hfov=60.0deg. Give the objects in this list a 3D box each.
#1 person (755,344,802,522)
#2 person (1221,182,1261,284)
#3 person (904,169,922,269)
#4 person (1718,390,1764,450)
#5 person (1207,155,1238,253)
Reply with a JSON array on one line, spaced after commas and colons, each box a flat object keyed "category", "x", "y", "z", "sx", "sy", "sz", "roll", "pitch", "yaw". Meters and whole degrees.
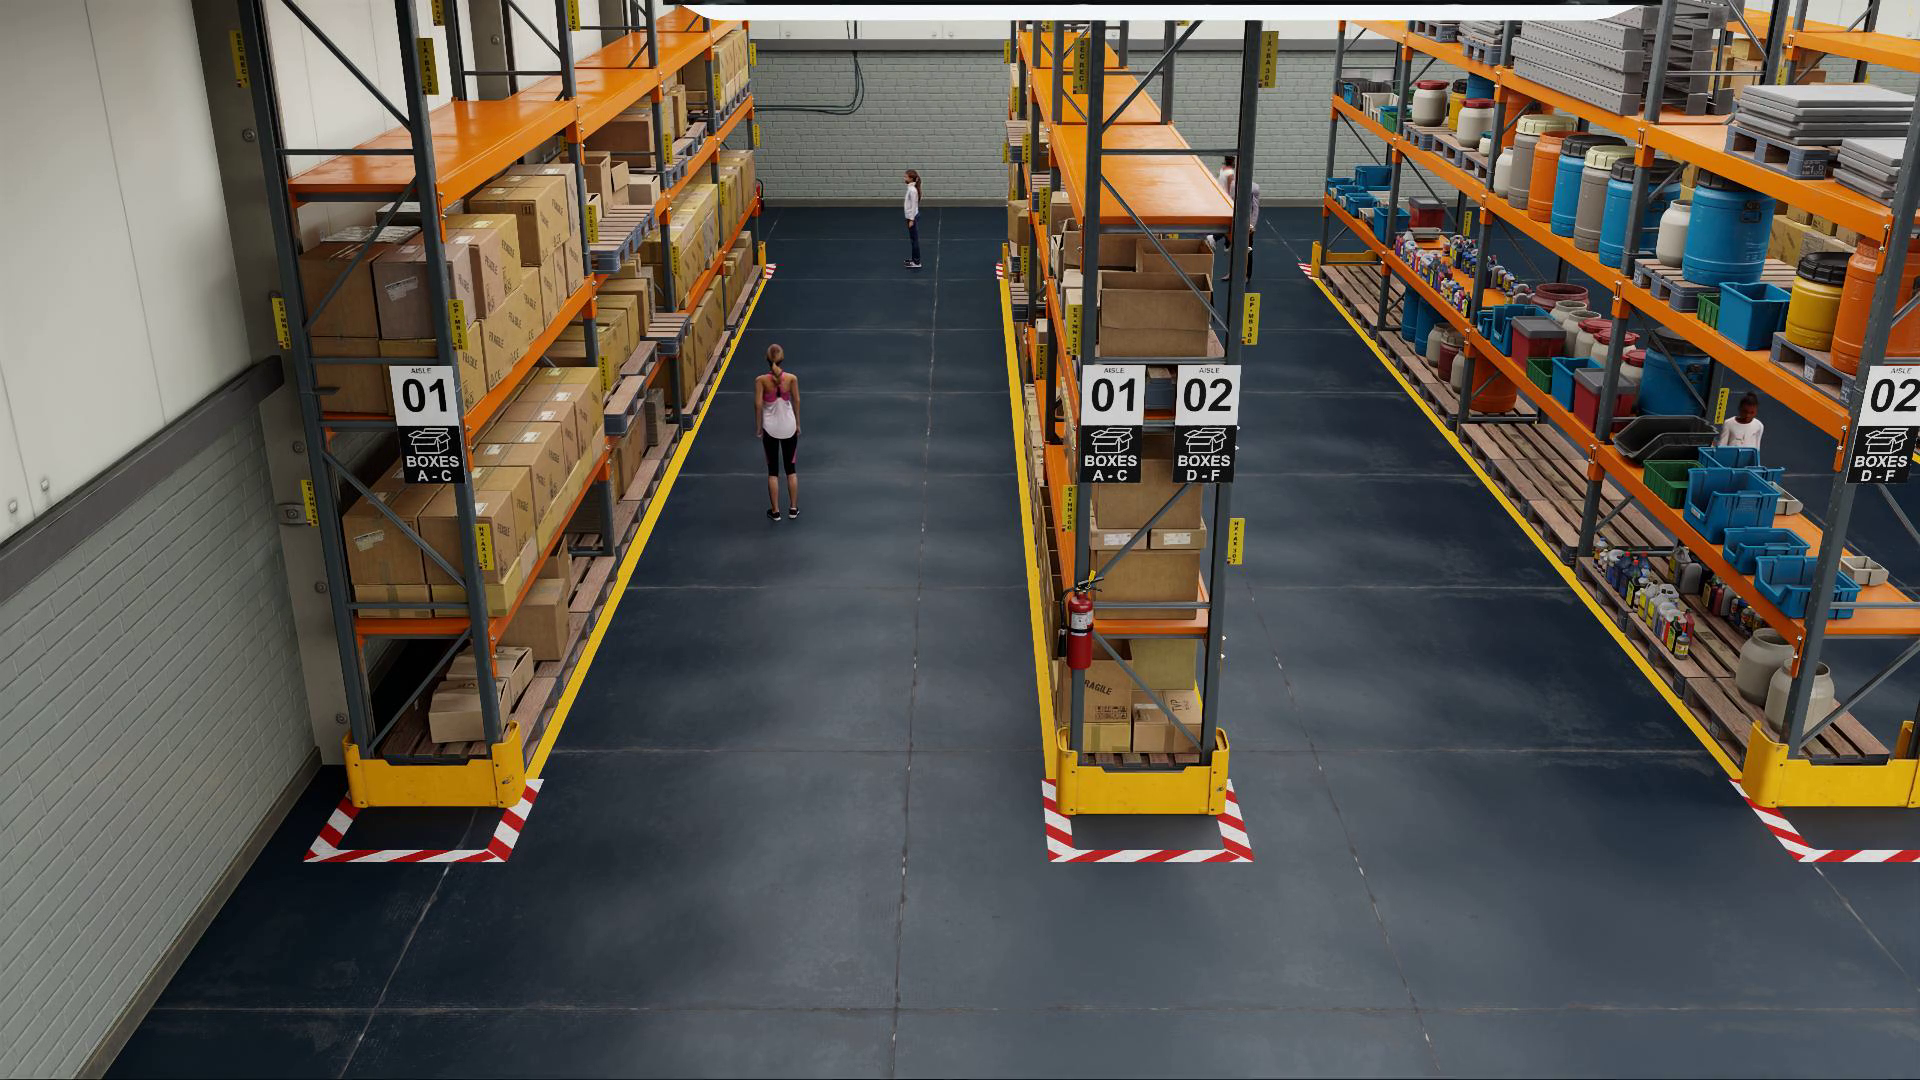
[{"category": "person", "x": -1.787, "y": -1.067, "z": 16.439, "sx": 0.656, "sy": 1.788, "sz": 0.610, "roll": -6, "pitch": 23, "yaw": -14}, {"category": "person", "x": 4.384, "y": -4.930, "z": 25.802, "sx": 0.754, "sy": 1.851, "sz": 0.806, "roll": 20, "pitch": 29, "yaw": 39}, {"category": "person", "x": -0.756, "y": -5.201, "z": 26.852, "sx": 0.601, "sy": 1.557, "sz": 0.443, "roll": -1, "pitch": 22, "yaw": -3}, {"category": "person", "x": 7.504, "y": -0.743, "z": 16.076, "sx": 0.565, "sy": 1.464, "sz": 0.532, "roll": 4, "pitch": 23, "yaw": 11}, {"category": "person", "x": 4.422, "y": -5.611, "z": 27.705, "sx": 0.791, "sy": 1.672, "sz": 0.849, "roll": -4, "pitch": 23, "yaw": -9}]
